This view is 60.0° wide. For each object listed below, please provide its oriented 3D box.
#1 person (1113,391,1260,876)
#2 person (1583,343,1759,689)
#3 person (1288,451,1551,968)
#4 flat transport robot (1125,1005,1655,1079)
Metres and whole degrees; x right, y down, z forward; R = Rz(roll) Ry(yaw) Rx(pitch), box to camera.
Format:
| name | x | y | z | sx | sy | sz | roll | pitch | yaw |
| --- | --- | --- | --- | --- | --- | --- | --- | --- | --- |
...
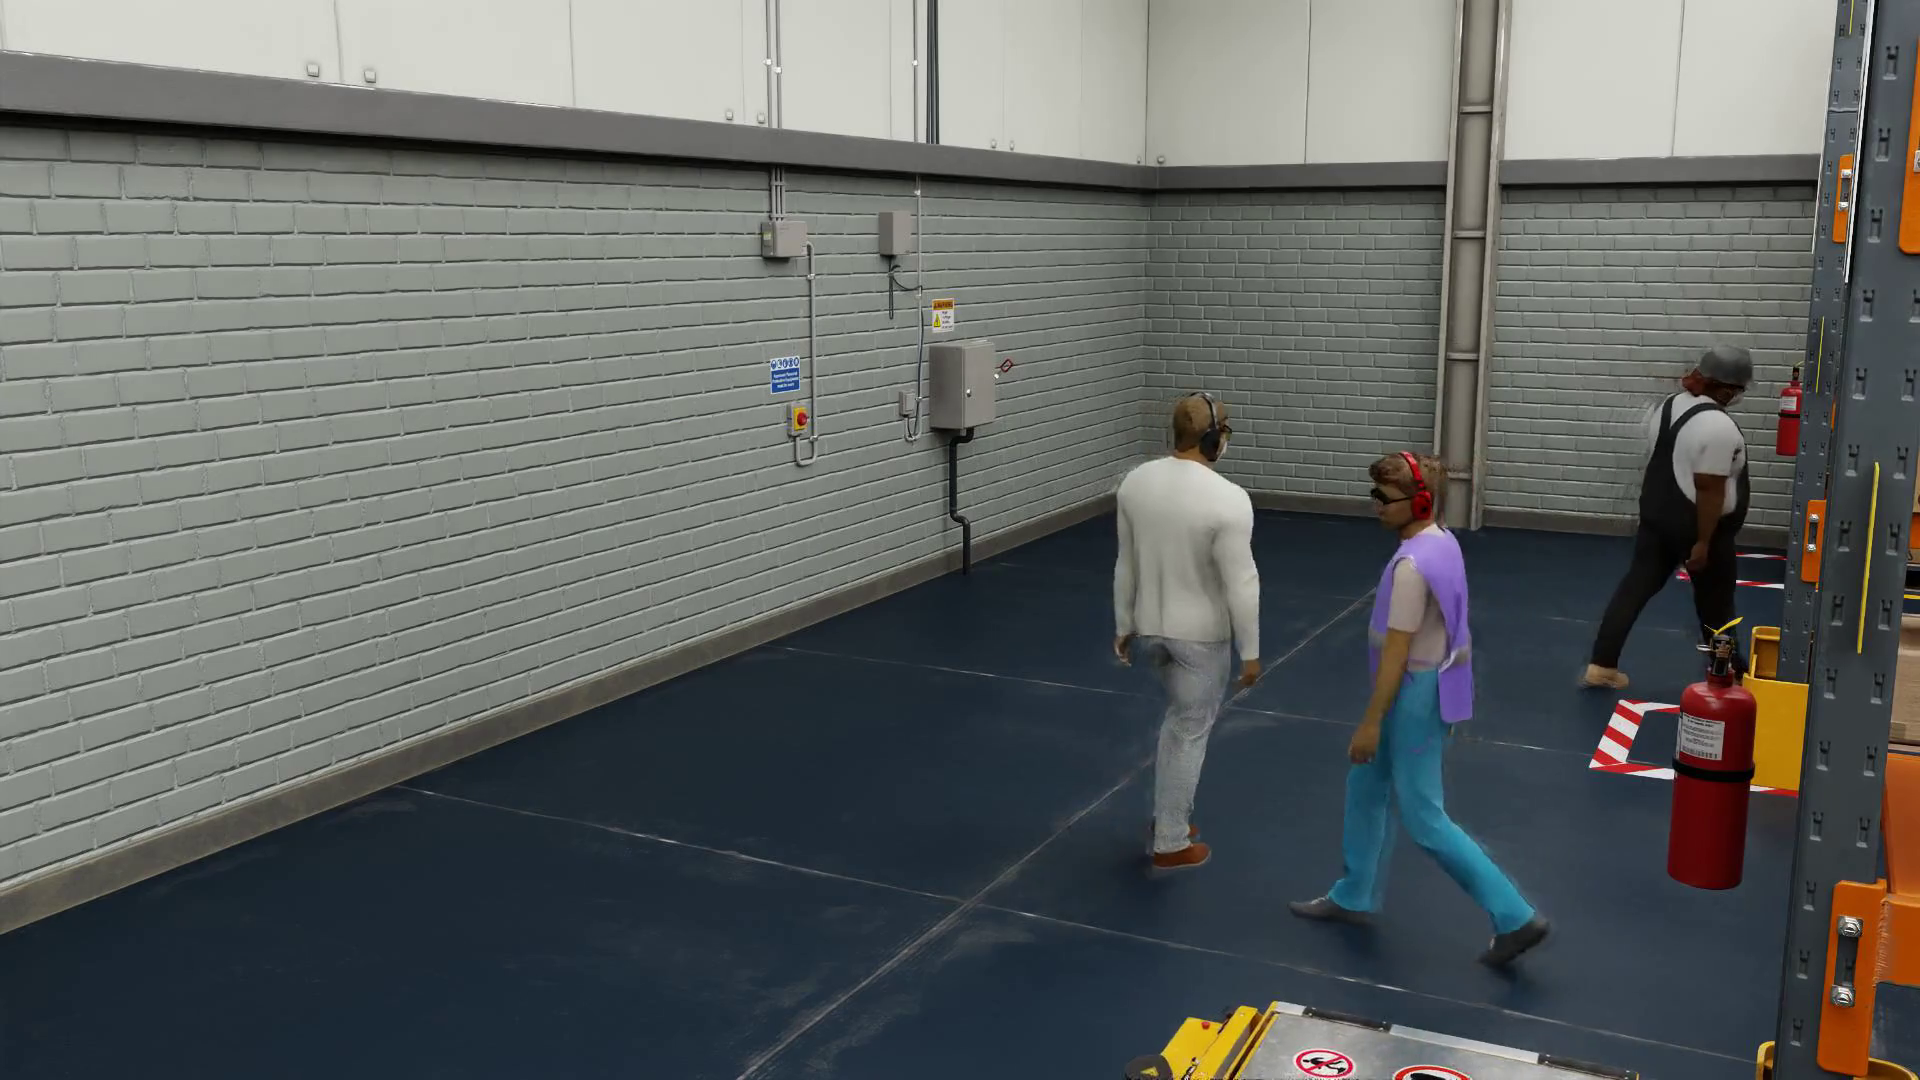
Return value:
| name | x | y | z | sx | sy | sz | roll | pitch | yaw |
| --- | --- | --- | --- | --- | --- | --- | --- | --- | --- |
| person | 0.940 | 0.368 | 6.580 | 0.575 | 1.913 | 0.653 | -9 | 13 | -39 |
| person | 3.947 | -0.147 | 9.048 | 1.030 | 2.000 | 0.740 | -2 | 11 | -13 |
| person | 1.627 | 0.580 | 5.762 | 0.856 | 1.798 | 0.562 | 3 | 11 | 18 |
| flat transport robot | 1.209 | 1.565 | 4.542 | 1.431 | 0.197 | 0.652 | 5 | 12 | 25 |
